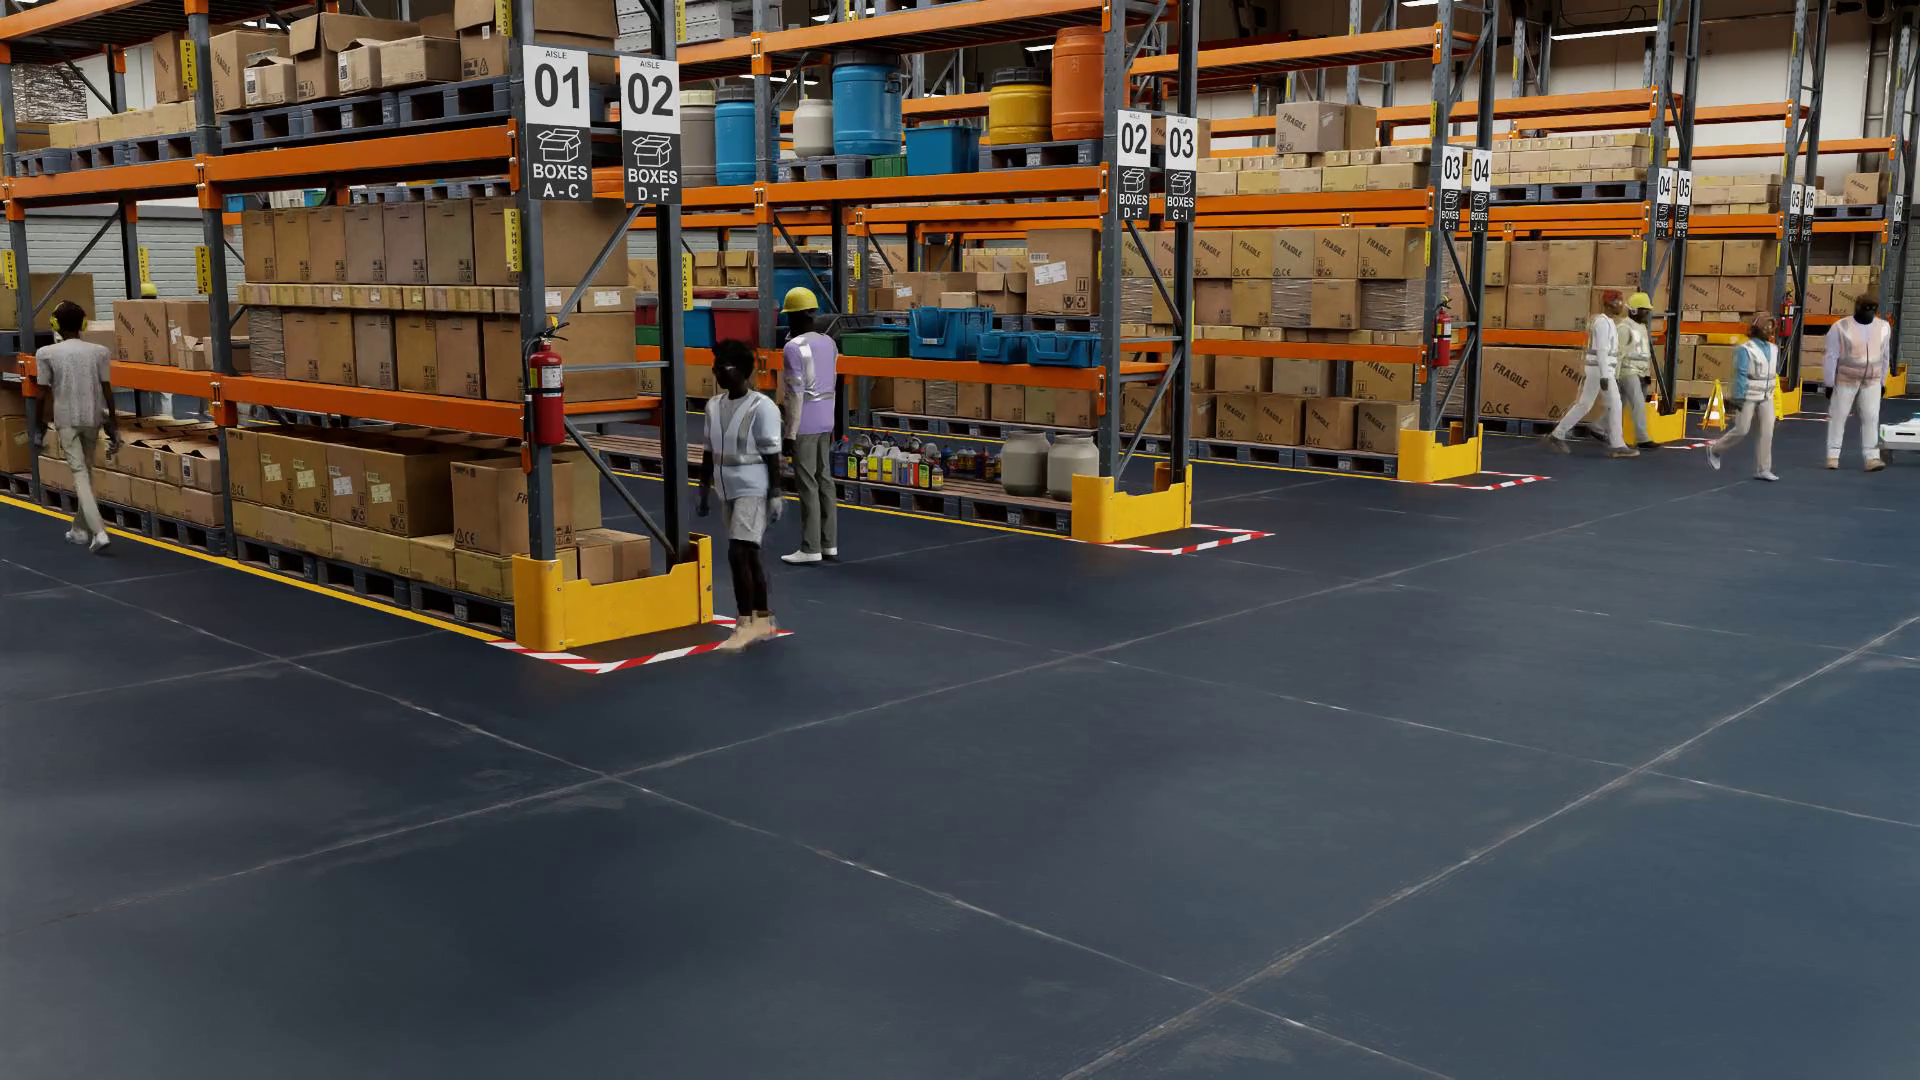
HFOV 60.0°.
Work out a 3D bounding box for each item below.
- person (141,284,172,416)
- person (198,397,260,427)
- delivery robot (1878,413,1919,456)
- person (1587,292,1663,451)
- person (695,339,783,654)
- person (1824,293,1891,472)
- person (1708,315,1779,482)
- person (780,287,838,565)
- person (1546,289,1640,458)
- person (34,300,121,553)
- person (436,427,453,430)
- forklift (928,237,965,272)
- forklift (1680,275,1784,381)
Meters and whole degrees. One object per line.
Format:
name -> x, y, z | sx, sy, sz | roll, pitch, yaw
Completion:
person -> -9.597, -2.108, 19.832 | 0.587, 1.863, 1.030 | -4, 10, -25
person -> -6.755, -1.245, 15.329 | 0.559, 1.615, 0.502 | 8, 12, 39
delivery robot -> 10.057, -1.093, 17.468 | 0.707, 0.478, 0.477 | 4, 10, 26
person -> 7.638, -1.940, 19.064 | 0.885, 1.796, 0.590 | 7, 12, 37
person -> -1.221, -0.233, 8.915 | 0.551, 1.670, 0.629 | 9, 13, 42
person -> 9.152, -1.596, 16.939 | 0.649, 1.805, 0.754 | 1, 9, 6
person -> 7.756, -1.410, 16.350 | 0.516, 1.612, 0.708 | -4, 10, -22
person -> -1.078, -0.798, 11.628 | 0.386, 1.922, 0.594 | 4, 10, 25
person -> 6.992, -1.842, 18.309 | 0.970, 1.842, 0.608 | 7, 11, 35
person -> -6.468, -0.836, 12.185 | 0.959, 1.830, 0.536 | 9, 13, 42
person -> -5.263, -1.543, 16.722 | 0.455, 1.752, 0.525 | 7, 12, 36
forklift -> -0.326, -5.817, 39.609 | 1.129, 2.768, 1.873 | 9, 13, 43
forklift -> 12.480, -3.427, 27.053 | 1.214, 2.155, 2.313 | 9, 13, 43
